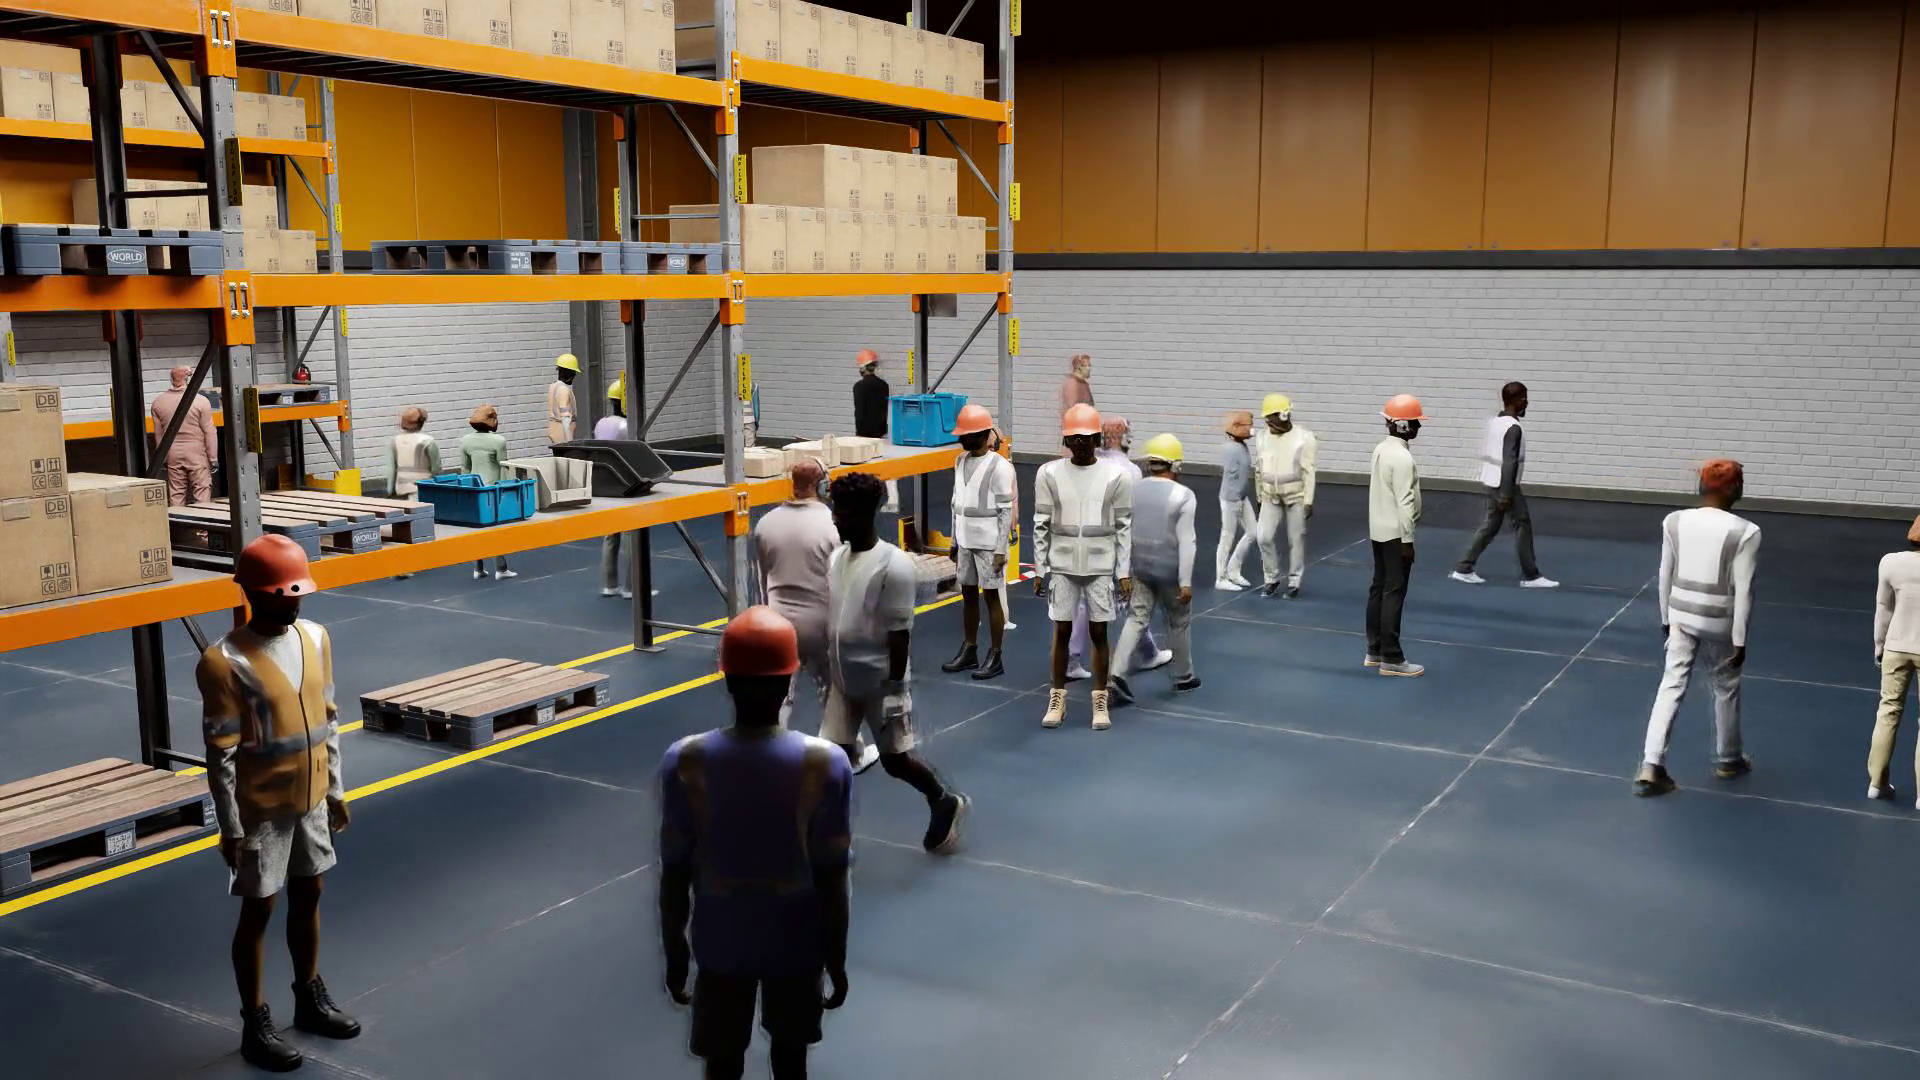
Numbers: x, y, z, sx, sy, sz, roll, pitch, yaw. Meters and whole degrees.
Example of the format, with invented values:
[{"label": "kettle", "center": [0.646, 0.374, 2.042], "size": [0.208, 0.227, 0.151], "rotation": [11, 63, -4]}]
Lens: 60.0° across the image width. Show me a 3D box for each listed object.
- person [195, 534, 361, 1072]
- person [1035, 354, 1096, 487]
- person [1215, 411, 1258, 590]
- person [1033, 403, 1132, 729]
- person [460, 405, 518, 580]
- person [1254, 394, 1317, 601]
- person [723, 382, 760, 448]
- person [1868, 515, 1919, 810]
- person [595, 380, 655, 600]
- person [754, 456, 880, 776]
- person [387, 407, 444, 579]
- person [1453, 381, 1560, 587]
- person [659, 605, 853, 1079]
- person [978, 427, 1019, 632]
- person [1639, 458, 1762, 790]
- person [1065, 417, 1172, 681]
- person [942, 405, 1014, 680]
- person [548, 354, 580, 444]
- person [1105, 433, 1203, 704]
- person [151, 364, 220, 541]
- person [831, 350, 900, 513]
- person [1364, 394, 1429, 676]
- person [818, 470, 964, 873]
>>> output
[{"label": "person", "center": [-2.425, 0.929, 5.979], "size": [0.381, 1.929, 0.539], "rotation": [4, 10, 24]}, {"label": "person", "center": [1.376, -1.315, 20.136], "size": [0.819, 1.879, 0.645], "rotation": [3, 10, 19]}, {"label": "person", "center": [2.479, -0.345, 14.869], "size": [0.416, 1.621, 0.499], "rotation": [5, 10, 27]}, {"label": "person", "center": [0.757, 0.169, 10.356], "size": [0.615, 2.042, 0.372], "rotation": [1, 9, 8]}, {"label": "person", "center": [-4.389, -0.443, 15.454], "size": [0.499, 1.633, 0.282], "rotation": [3, 9, 17]}, {"label": "person", "center": [2.801, -0.359, 14.397], "size": [0.620, 1.799, 0.500], "rotation": [6, 11, 31]}, {"label": "person", "center": [-2.961, -1.585, 22.548], "size": [0.514, 1.645, 0.308], "rotation": [-3, 10, -20]}, {"label": "person", "center": [5.113, 0.620, 8.846], "size": [0.279, 1.626, 0.502], "rotation": [-7, 11, -37]}, {"label": "person", "center": [-2.934, -0.442, 14.534], "size": [0.593, 1.925, 0.378], "rotation": [8, 12, 41]}, {"label": "person", "center": [-0.811, 0.462, 9.112], "size": [0.668, 1.851, 0.989], "rotation": [5, 10, 28]}, {"label": "person", "center": [-5.122, -0.454, 15.639], "size": [0.495, 1.591, 0.839], "rotation": [4, 10, 23]}, {"label": "person", "center": [4.965, -0.504, 15.093], "size": [0.911, 1.881, 0.607], "rotation": [0, 9, 2]}, {"label": "person", "center": [-0.575, 1.145, 4.675], "size": [0.549, 1.916, 0.749], "rotation": [0, 9, 0]}, {"label": "person", "center": [0.223, -0.083, 13.190], "size": [0.523, 1.640, 0.306], "rotation": [4, 10, 25]}, {"label": "person", "center": [4.083, 0.462, 9.170], "size": [0.975, 1.842, 0.590], "rotation": [-7, 12, -38]}, {"label": "person", "center": [1.066, 0.056, 11.683], "size": [1.021, 1.843, 0.657], "rotation": [-9, 13, -44]}, {"label": "person", "center": [0.117, 0.014, 11.681], "size": [0.375, 1.930, 0.542], "rotation": [-8, 12, -42]}, {"label": "person", "center": [-4.557, -1.187, 19.215], "size": [0.391, 1.917, 0.586], "rotation": [-4, 10, -23]}, {"label": "person", "center": [1.292, 0.191, 11.019], "size": [0.598, 1.802, 0.899], "rotation": [8, 12, 39]}, {"label": "person", "center": [-7.972, -0.860, 17.207], "size": [0.643, 1.908, 0.411], "rotation": [1, 9, 3]}, {"label": "person", "center": [-1.082, -1.294, 19.823], "size": [1.044, 1.936, 0.650], "rotation": [8, 12, 40]}, {"label": "person", "center": [3.094, -0.039, 11.805], "size": [0.381, 1.994, 0.617], "rotation": [-1, 9, -5]}, {"label": "person", "center": [-0.368, 0.625, 7.843], "size": [0.869, 1.942, 0.606], "rotation": [-9, 13, -44]}]
